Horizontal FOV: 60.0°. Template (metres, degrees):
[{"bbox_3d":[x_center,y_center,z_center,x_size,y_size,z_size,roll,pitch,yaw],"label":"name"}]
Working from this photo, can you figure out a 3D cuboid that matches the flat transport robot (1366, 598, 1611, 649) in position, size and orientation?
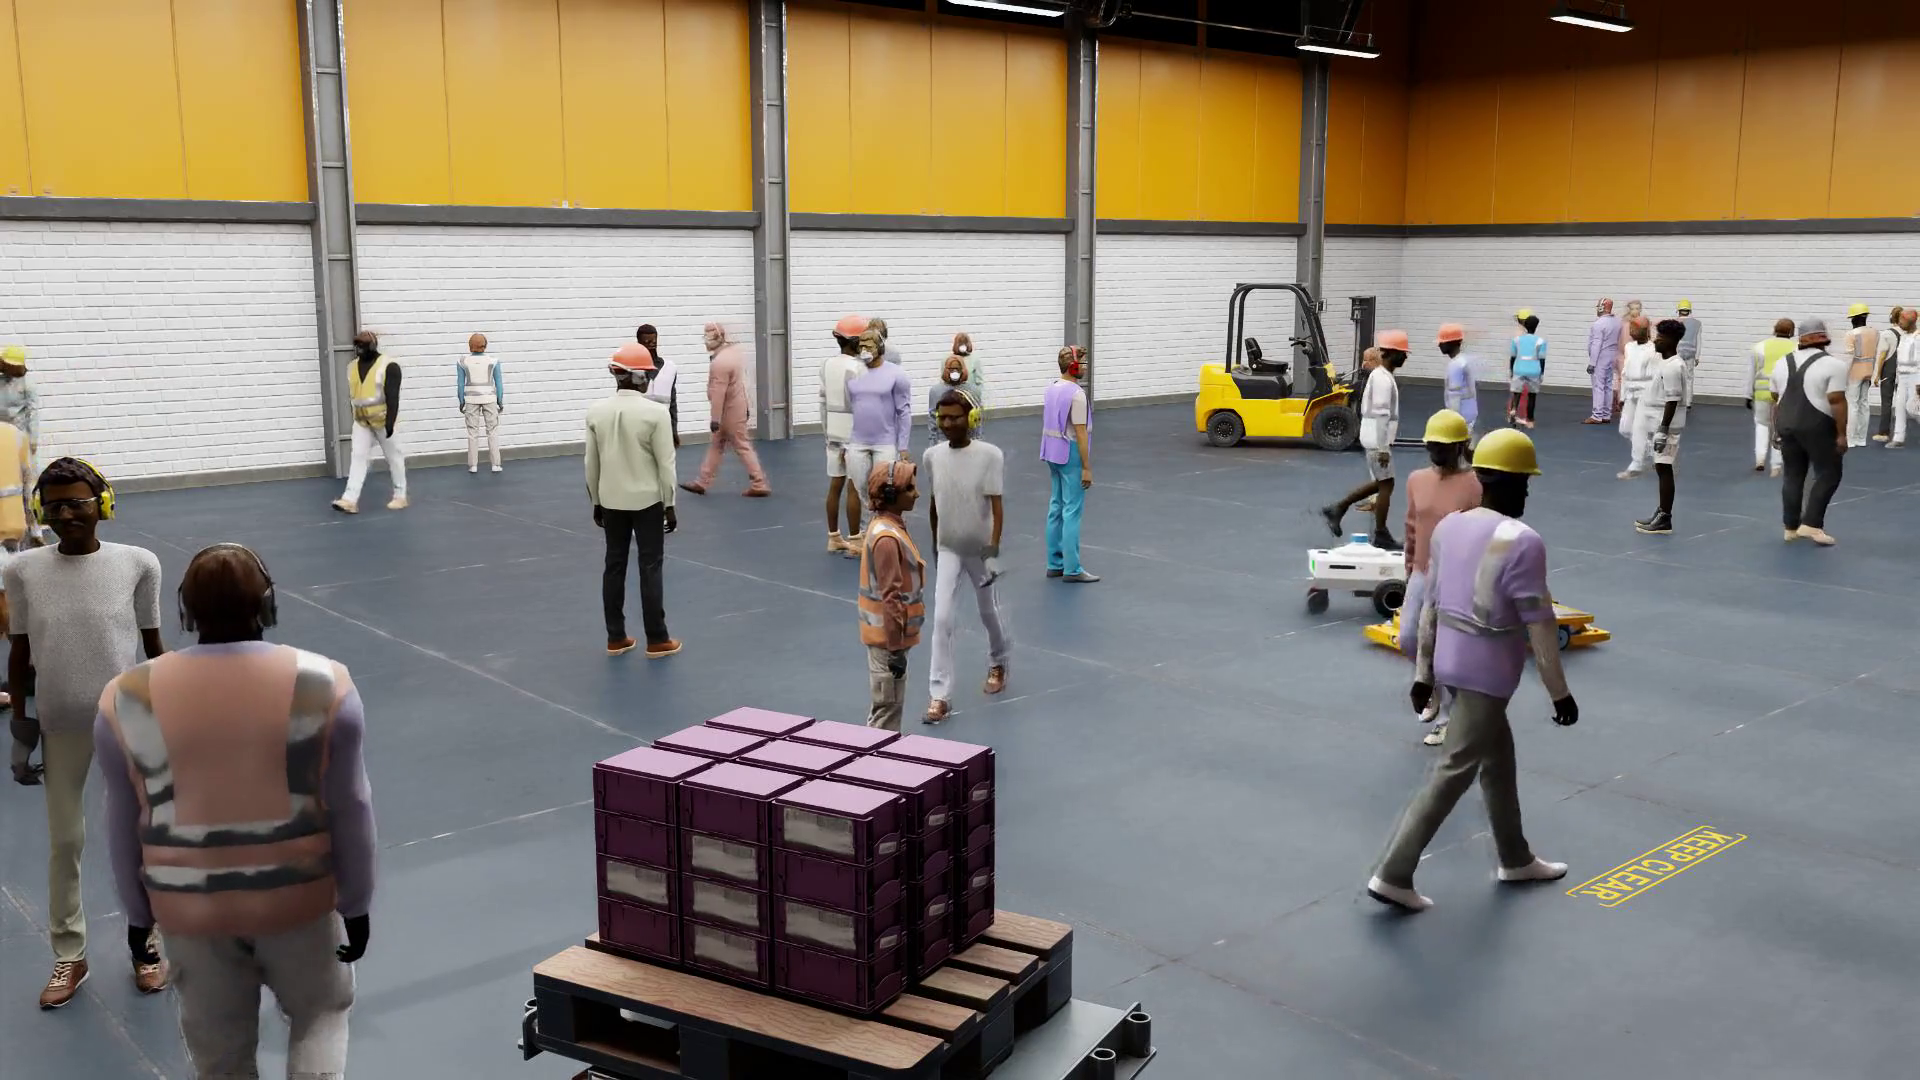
[{"bbox_3d":[3.446,0.557,10.852,1.431,0.197,0.652,-3,10,-20],"label":"flat transport robot"}]

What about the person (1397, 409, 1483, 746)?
[{"bbox_3d":[2.520,0.194,8.637,0.409,1.757,0.525,-9,13,-42],"label":"person"}]

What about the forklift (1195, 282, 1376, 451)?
[{"bbox_3d":[4.328,-2.346,22.227,2.313,2.155,1.214,3,10,16],"label":"forklift"}]

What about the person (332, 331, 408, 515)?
[{"bbox_3d":[-5.809,-1.153,16.390,0.641,1.789,0.950,3,10,17],"label":"person"}]

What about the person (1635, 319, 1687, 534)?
[{"bbox_3d":[6.452,-1.041,15.249,0.367,1.966,0.607,4,10,21],"label":"person"}]

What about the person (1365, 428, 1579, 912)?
[{"bbox_3d":[2.002,0.504,6.476,0.973,1.884,0.590,-2,10,-14],"label":"person"}]

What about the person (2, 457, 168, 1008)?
[{"bbox_3d":[-2.953,0.646,5.668,0.521,1.869,0.328,-4,10,-21],"label":"person"}]

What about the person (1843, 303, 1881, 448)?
[{"bbox_3d":[11.852,-2.170,21.998,0.585,1.920,0.373,-5,11,-26],"label":"person"}]

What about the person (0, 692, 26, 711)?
[{"bbox_3d":[-5.605,0.084,8.991,0.936,1.859,0.668,-8,13,-40],"label":"person"}]

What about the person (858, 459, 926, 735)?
[{"bbox_3d":[-0.304,0.456,7.443,0.306,1.640,0.522,-1,10,-4],"label":"person"}]

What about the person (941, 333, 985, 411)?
[{"bbox_3d":[0.041,-1.664,19.928,0.523,1.600,0.752,-1,10,-7],"label":"person"}]

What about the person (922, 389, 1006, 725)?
[{"bbox_3d":[0.043,0.052,9.333,0.511,1.812,1.005,3,10,17],"label":"person"}]

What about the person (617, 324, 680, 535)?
[{"bbox_3d":[-2.846,-1.010,15.210,0.591,1.920,0.393,-7,12,-34],"label":"person"}]

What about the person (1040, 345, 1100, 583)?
[{"bbox_3d":[0.837,-0.589,12.957,0.389,1.846,0.567,-5,11,-25],"label":"person"}]

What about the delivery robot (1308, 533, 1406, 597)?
[{"bbox_3d":[2.845,0.197,11.855,0.707,0.478,0.477,2,10,11],"label":"delivery robot"}]

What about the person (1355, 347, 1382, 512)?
[{"bbox_3d":[4.100,-1.096,16.547,0.276,1.632,0.507,2,10,14],"label":"person"}]

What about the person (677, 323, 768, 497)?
[{"bbox_3d":[-2.487,-1.344,17.402,0.975,1.841,0.713,-1,10,-5],"label":"person"}]

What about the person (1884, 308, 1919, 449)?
[{"bbox_3d":[12.585,-2.114,21.861,0.646,1.862,0.608,0,10,-1],"label":"person"}]

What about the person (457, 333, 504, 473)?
[{"bbox_3d":[-5.599,-1.593,19.439,0.522,1.640,0.306,-2,10,-13],"label":"person"}]

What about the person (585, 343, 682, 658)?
[{"bbox_3d":[-2.061,-0.247,10.526,0.614,1.990,0.392,3,10,19],"label":"person"}]

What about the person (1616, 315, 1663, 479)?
[{"bbox_3d":[7.789,-1.622,18.933,0.557,1.870,0.594,-3,10,-18],"label":"person"}]

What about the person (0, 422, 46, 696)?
[{"bbox_3d":[-5.685,-0.050,9.632,0.882,1.900,0.557,2,10,13],"label":"person"}]

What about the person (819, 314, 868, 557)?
[{"bbox_3d":[-0.930,-0.876,14.064,0.397,2.043,0.609,-9,13,-42],"label":"person"}]

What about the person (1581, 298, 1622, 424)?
[{"bbox_3d":[9.685,-2.699,25.132,0.643,1.909,0.410,-8,13,-40],"label":"person"}]

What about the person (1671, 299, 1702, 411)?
[{"bbox_3d":[11.807,-3.019,27.223,0.588,1.834,0.403,1,10,8],"label":"person"}]

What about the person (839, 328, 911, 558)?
[{"bbox_3d":[-0.720,-0.794,13.886,0.635,1.937,0.353,3,10,18],"label":"person"}]

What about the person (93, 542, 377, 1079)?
[{"bbox_3d":[-1.797,0.915,4.201,0.626,1.832,0.448,-3,10,-17],"label":"person"}]

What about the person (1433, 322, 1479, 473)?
[{"bbox_3d":[5.125,-1.258,16.802,0.960,1.886,0.562,3,10,18],"label":"person"}]

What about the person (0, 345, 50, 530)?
[{"bbox_3d":[-8.677,-0.931,15.345,0.566,1.719,0.334,4,10,20],"label":"person"}]

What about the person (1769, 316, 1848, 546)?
[{"bbox_3d":[7.553,-0.997,14.776,0.610,2.000,0.760,-5,11,-26],"label":"person"}]

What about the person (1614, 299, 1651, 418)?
[{"bbox_3d":[10.423,-2.827,25.974,0.654,1.888,0.690,-1,10,-6],"label":"person"}]

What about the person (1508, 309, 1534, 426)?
[{"bbox_3d":[8.477,-2.577,24.874,0.503,1.755,0.538,6,11,30],"label":"person"}]

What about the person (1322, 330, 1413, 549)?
[{"bbox_3d":[3.556,-0.869,14.415,0.664,1.911,0.579,2,10,13],"label":"person"}]

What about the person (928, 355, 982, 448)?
[{"bbox_3d":[-0.045,-0.911,15.488,0.502,1.627,0.276,0,10,0],"label":"person"}]

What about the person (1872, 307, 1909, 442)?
[{"bbox_3d":[12.769,-2.255,22.723,0.506,1.842,0.342,0,10,2],"label":"person"}]

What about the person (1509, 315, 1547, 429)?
[{"bbox_3d":[8.246,-2.429,24.215,0.539,1.677,0.611,6,11,29],"label":"person"}]

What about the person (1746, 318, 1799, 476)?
[{"bbox_3d":[9.454,-1.649,19.223,0.661,1.824,0.484,6,12,33],"label":"person"}]

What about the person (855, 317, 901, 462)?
[{"bbox_3d":[-0.797,-1.327,17.098,0.661,1.901,0.929,5,11,28],"label":"person"}]
